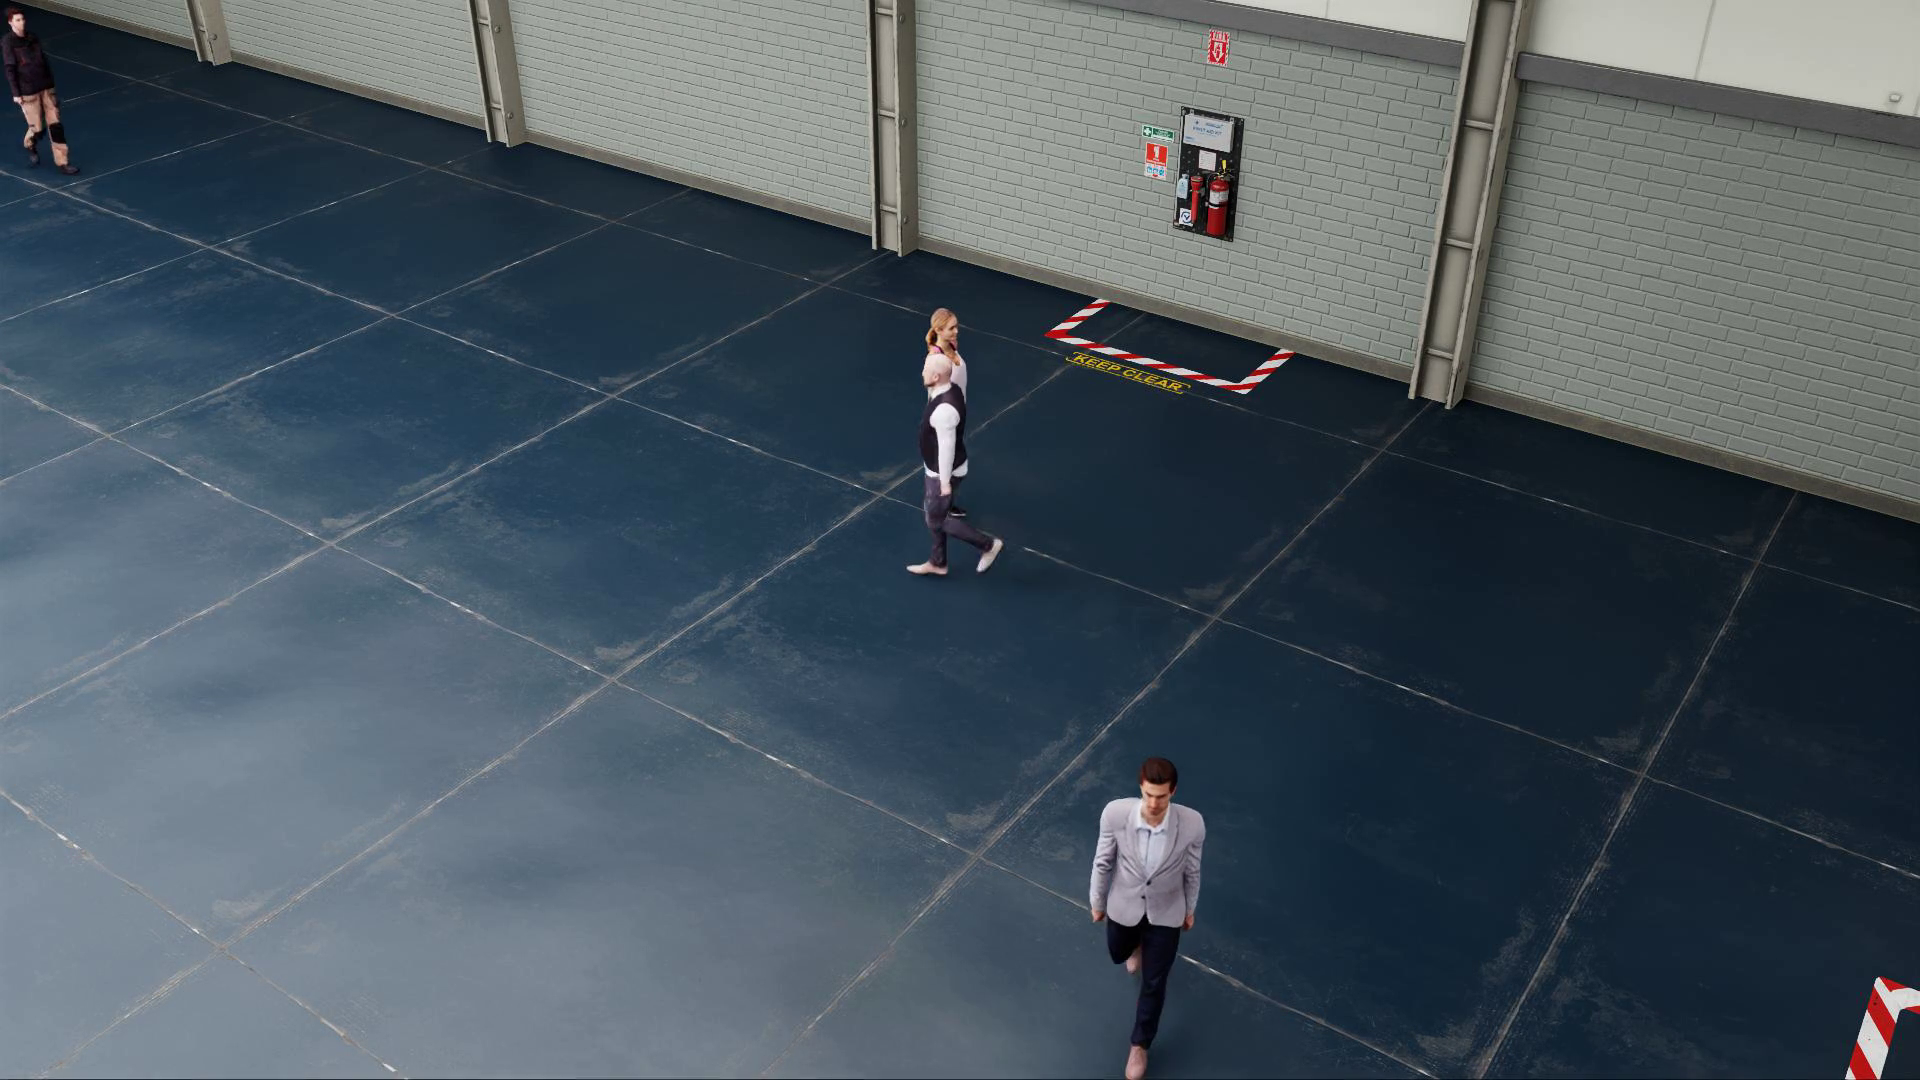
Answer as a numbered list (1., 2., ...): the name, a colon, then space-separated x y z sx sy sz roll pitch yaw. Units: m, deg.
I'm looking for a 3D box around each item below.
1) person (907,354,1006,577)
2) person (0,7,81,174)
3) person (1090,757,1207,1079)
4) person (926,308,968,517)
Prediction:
1. person: -0.032 -0.478 11.828 1.100 1.799 0.985 1 32 2
2. person: -10.689 -5.164 19.152 1.014 1.911 0.777 15 35 23
3. person: 0.933 1.751 8.264 1.133 1.833 1.000 8 33 12
4. person: -0.129 -0.925 12.548 0.581 1.787 0.651 13 35 20
